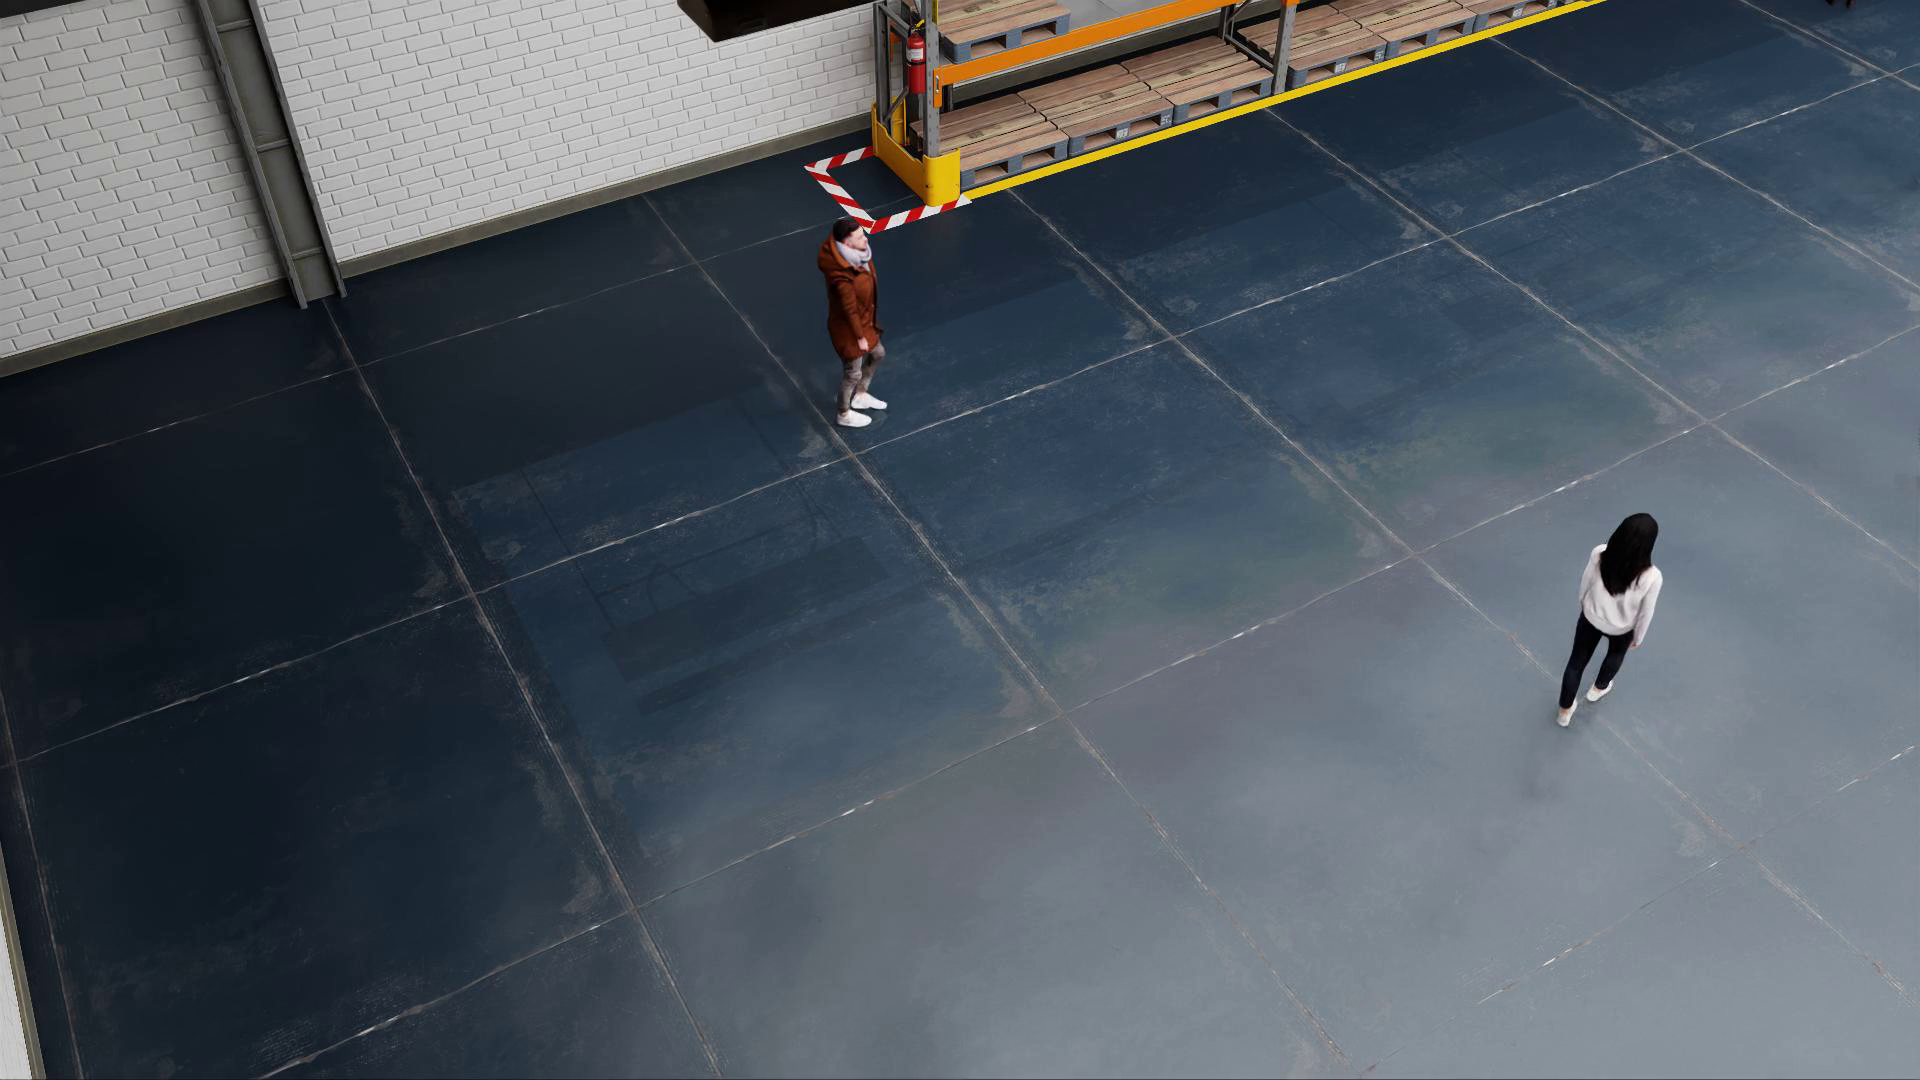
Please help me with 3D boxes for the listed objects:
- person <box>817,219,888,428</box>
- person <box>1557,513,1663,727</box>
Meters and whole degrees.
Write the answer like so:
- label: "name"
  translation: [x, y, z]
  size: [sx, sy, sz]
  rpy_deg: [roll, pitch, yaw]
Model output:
- label: "person"
  translation: [-0.883, -1.590, 12.416]
  size: [0.900, 1.823, 0.857]
  rpy_deg: [3, 44, 3]
- label: "person"
  translation: [3.964, 0.543, 10.277]
  size: [0.785, 1.685, 0.885]
  rpy_deg: [27, 50, 25]
